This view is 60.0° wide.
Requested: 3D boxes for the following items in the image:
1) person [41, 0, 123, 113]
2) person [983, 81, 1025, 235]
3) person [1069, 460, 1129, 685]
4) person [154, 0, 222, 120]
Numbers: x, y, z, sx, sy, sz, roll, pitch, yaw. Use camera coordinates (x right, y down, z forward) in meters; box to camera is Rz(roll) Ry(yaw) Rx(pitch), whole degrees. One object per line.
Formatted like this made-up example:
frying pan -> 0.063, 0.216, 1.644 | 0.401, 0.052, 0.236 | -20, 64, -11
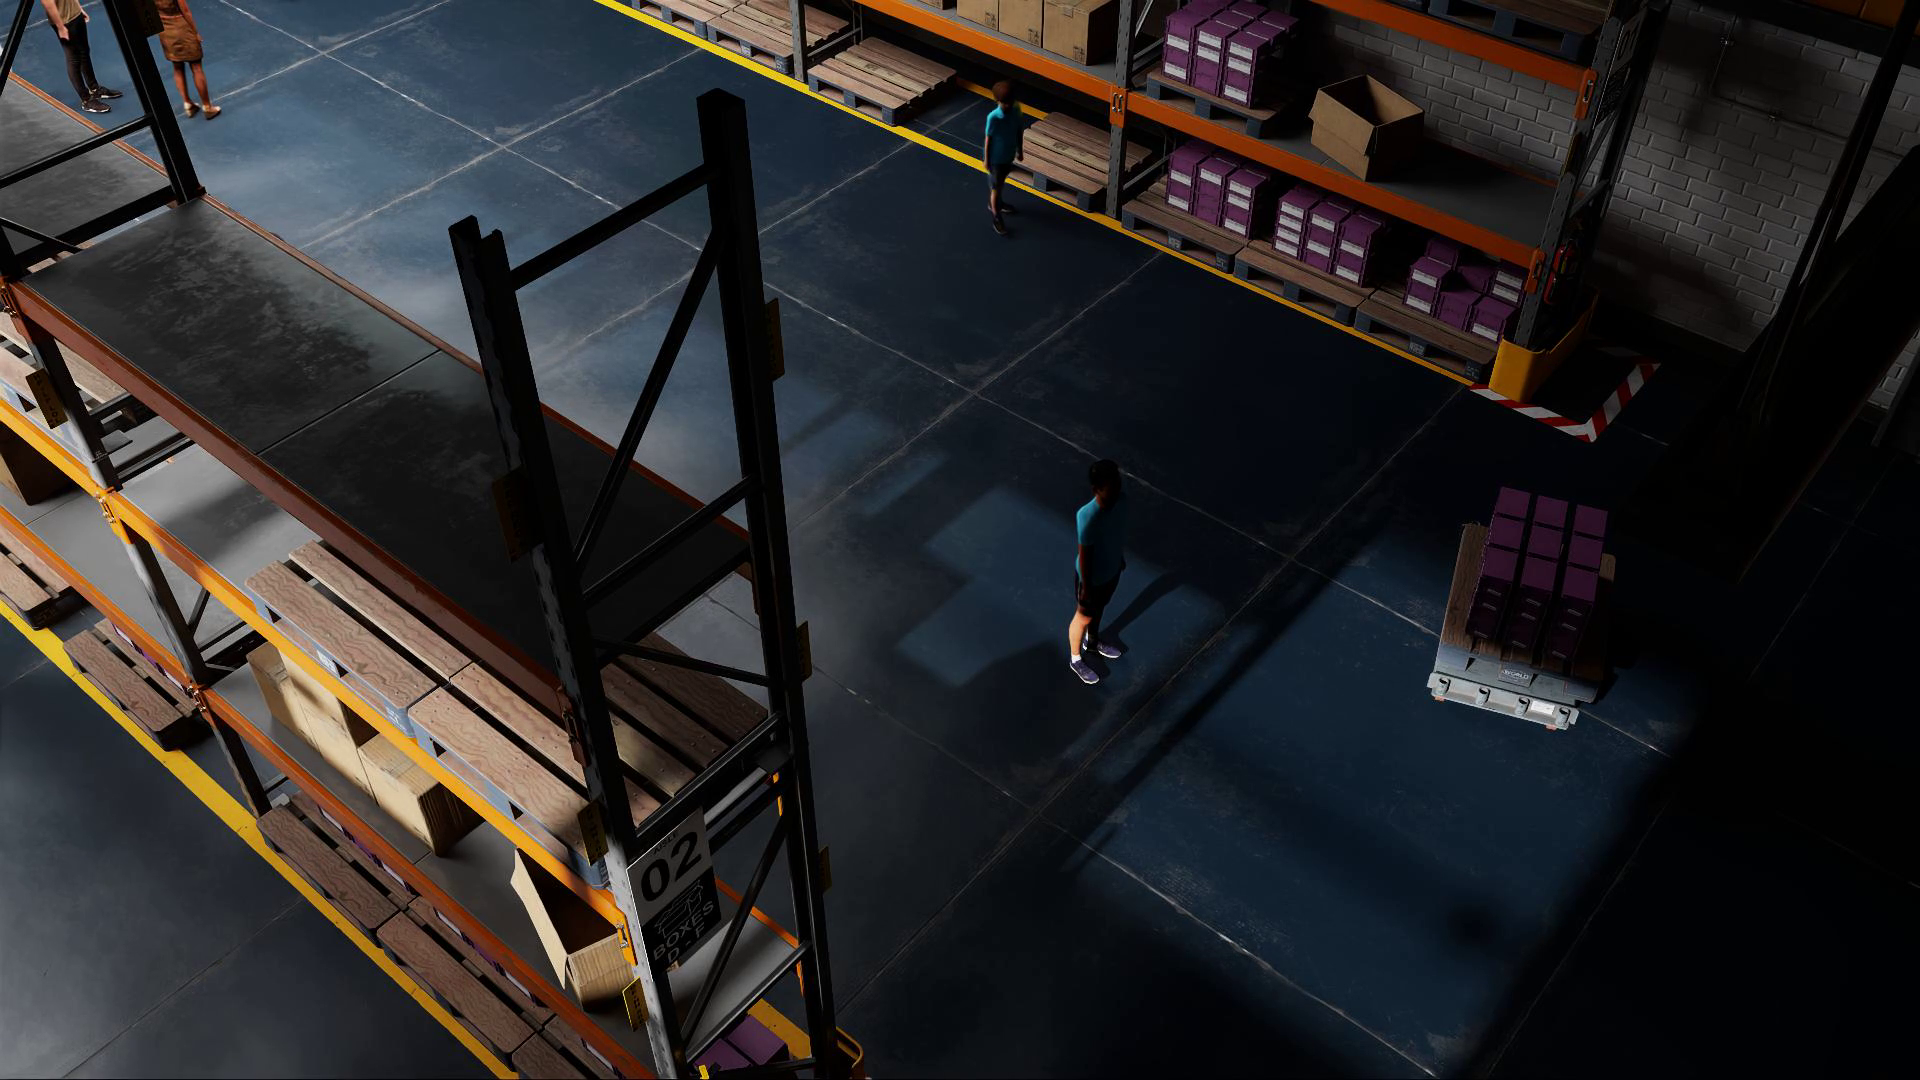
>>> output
person -> -8.777, -5.133, 16.310 | 0.780, 1.852, 0.745 | 1, 44, 1
person -> 0.351, -3.498, 14.901 | 0.620, 1.428, 0.753 | -33, 53, -30
person -> 0.886, 0.177, 10.791 | 0.533, 1.776, 0.621 | 26, 50, 25
person -> -7.624, -4.929, 16.218 | 0.586, 1.683, 0.697 | 9, 44, 9
